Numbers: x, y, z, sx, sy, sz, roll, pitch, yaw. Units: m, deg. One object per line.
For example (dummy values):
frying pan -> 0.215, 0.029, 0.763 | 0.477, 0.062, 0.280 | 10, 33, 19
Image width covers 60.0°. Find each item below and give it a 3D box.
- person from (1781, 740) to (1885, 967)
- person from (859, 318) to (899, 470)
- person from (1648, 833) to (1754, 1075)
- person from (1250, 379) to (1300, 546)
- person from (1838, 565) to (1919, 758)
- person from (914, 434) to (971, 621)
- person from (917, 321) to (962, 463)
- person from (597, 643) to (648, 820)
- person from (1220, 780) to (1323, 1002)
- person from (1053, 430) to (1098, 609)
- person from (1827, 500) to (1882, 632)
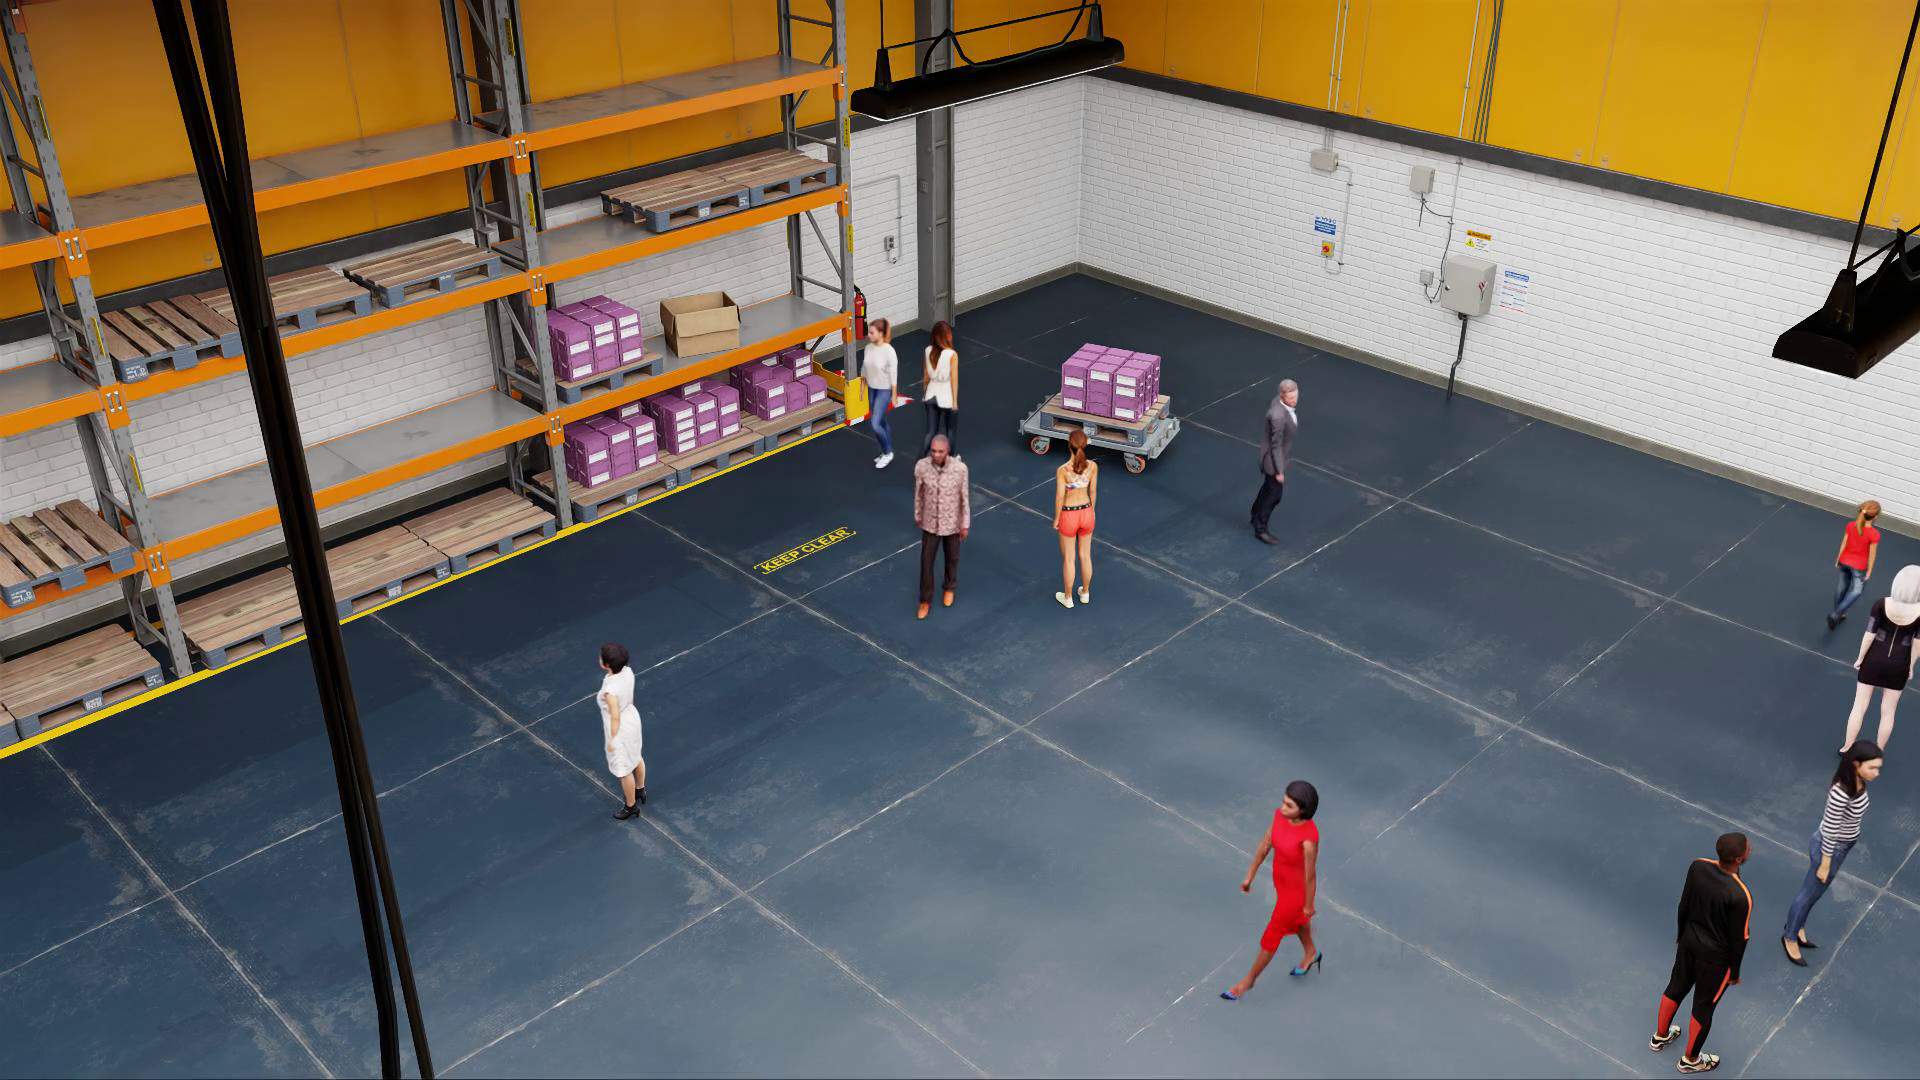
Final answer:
person -> 5.935, 2.117, 11.340 | 0.642, 1.794, 0.438 | 24, 37, 36
person -> -0.813, -1.643, 18.324 | 0.642, 1.708, 0.622 | -22, 36, -35
person -> 4.704, 2.574, 10.486 | 0.638, 1.808, 0.680 | -14, 31, -23
person -> 3.144, -0.837, 16.745 | 1.038, 1.804, 0.868 | 0, 29, 0
person -> 7.426, 1.005, 13.341 | 0.634, 1.829, 0.612 | 12, 31, 21
person -> -0.149, -0.212, 15.614 | 0.964, 1.789, 1.036 | 2, 29, 3
person -> -0.263, -1.465, 17.949 | 0.819, 1.753, 1.154 | 14, 32, 24
person -> -2.597, 1.455, 12.803 | 0.702, 1.556, 0.610 | 6, 29, 11
person -> 2.284, 2.306, 11.086 | 1.152, 1.705, 0.864 | -11, 30, -19
person -> 1.086, -0.196, 15.584 | 0.618, 1.791, 0.715 | -9, 30, -16
person -> 8.184, 0.248, 15.283 | 0.755, 1.299, 0.545 | -19, 34, -31
